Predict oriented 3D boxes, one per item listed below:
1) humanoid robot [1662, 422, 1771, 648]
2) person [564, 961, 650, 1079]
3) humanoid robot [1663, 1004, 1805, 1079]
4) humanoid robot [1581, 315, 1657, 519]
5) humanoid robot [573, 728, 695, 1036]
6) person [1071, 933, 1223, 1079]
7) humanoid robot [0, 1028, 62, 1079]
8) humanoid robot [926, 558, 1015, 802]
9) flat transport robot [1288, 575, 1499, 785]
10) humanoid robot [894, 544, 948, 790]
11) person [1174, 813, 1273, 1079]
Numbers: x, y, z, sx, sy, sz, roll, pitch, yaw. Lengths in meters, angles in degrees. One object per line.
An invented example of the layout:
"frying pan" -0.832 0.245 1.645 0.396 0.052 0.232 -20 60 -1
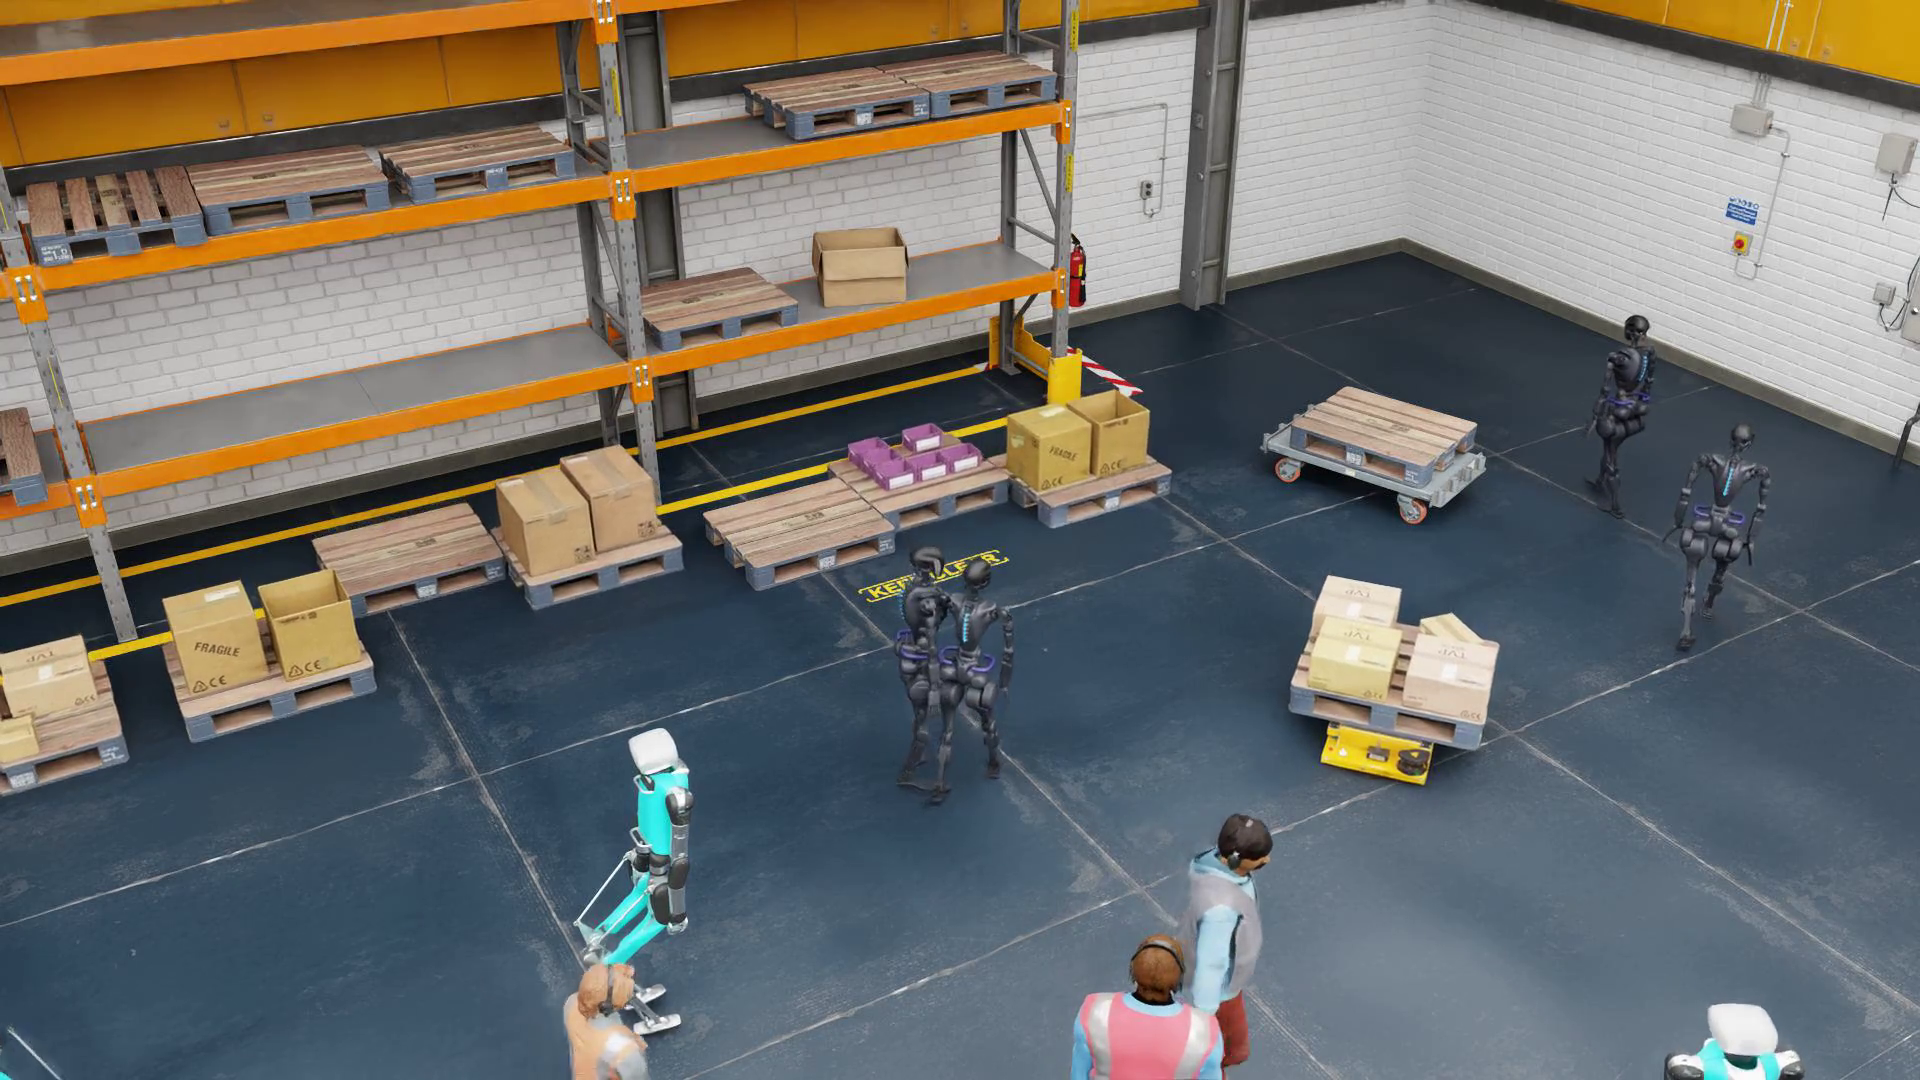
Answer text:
"humanoid robot" 5.308 -0.073 11.723 0.609 1.628 0.784 13 32 22
"person" -1.547 2.485 7.203 0.704 1.613 0.519 -21 36 -33
"humanoid robot" 3.027 2.496 7.072 0.531 1.783 0.777 -1 29 -2
"humanoid robot" 5.281 -1.026 13.380 0.609 1.634 0.633 -13 32 -22
"humanoid robot" -1.660 1.755 8.276 0.745 1.696 0.531 -16 33 -26
"person" 0.785 2.428 7.095 0.633 1.832 0.430 6 30 11
"humanoid robot" -4.142 2.345 7.383 1.011 1.763 0.561 -6 30 -11
"humanoid robot" 0.029 0.816 10.130 0.617 1.645 0.609 10 31 17
"flat transport robot" 2.863 1.091 11.043 0.659 0.231 1.431 11 31 19
"humanoid robot" -0.258 0.768 10.190 0.376 1.643 0.591 -6 30 -10
"person" 1.177 2.011 7.801 0.515 1.861 0.561 5 30 8
